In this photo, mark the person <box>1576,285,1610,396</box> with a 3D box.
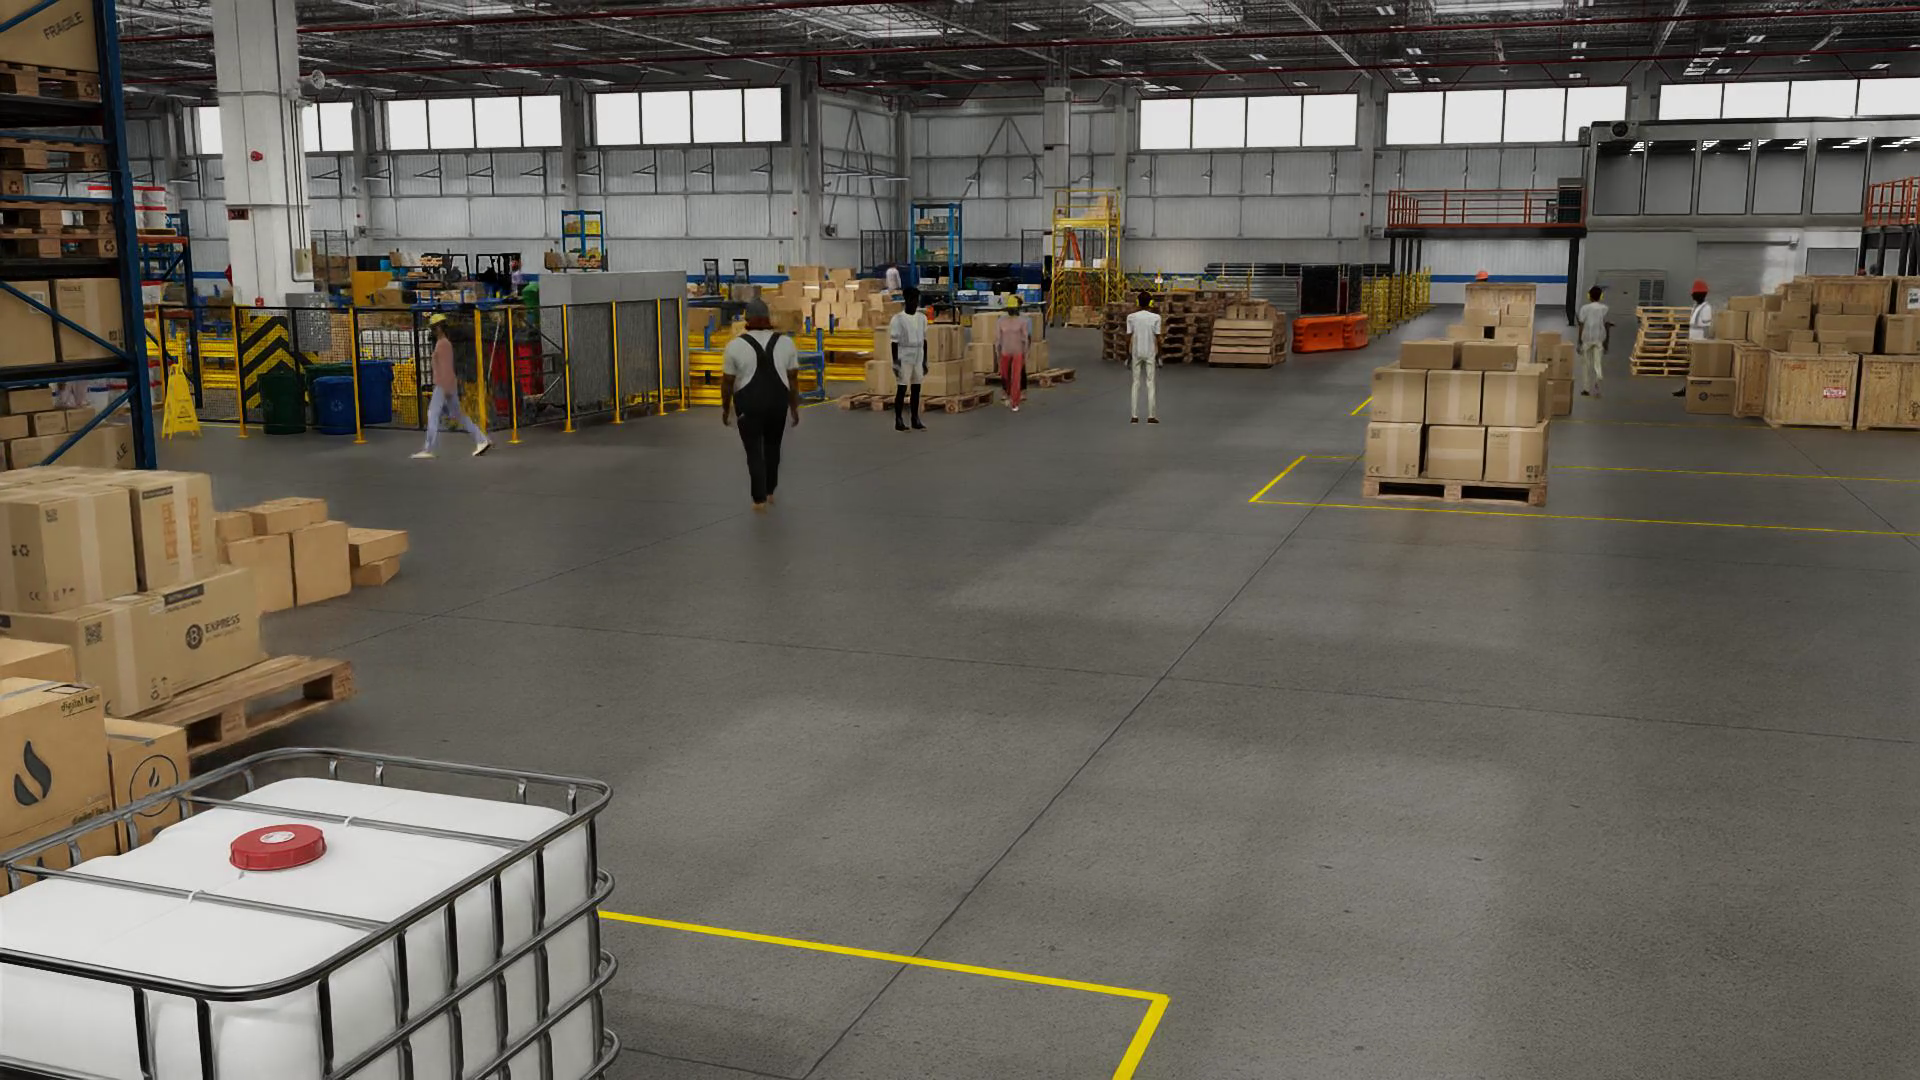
[{"bbox_3d":[10.428,-3.264,27.374,0.524,1.850,0.725,2,10,9],"label":"person"}]

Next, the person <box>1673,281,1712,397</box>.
[{"bbox_3d":[12.228,-3.311,27.428,0.724,1.923,0.555,1,10,6],"label":"person"}]

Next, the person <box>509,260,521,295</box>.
[{"bbox_3d":[-14.771,-8.372,55.688,0.909,2.014,0.611,-5,11,-25],"label":"person"}]

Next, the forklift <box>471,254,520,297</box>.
[{"bbox_3d":[-17.990,-10.121,64.684,1.157,1.987,2.680,3,11,17],"label":"forklift"}]

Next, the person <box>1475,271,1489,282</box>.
[{"bbox_3d":[11.659,-5.038,37.144,0.399,1.928,0.542,5,11,26],"label":"person"}]

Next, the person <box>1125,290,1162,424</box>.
[{"bbox_3d":[2.572,-2.549,23.276,0.532,1.868,0.310,3,10,14],"label":"person"}]

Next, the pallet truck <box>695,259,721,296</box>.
[{"bbox_3d":[-9.165,-9.627,62.776,0.823,1.965,1.885,4,11,23],"label":"pallet truck"}]

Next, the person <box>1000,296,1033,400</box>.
[{"bbox_3d":[0.899,-3.087,26.817,0.538,1.694,0.321,2,10,10],"label":"person"}]

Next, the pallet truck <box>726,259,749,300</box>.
[{"bbox_3d":[-7.986,-9.493,62.019,0.823,1.965,1.885,3,11,17],"label":"pallet truck"}]

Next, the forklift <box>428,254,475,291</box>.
[{"bbox_3d":[-20.133,-10.254,65.465,1.157,1.987,2.680,3,11,19],"label":"forklift"}]

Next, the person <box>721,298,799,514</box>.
[{"bbox_3d":[-1.931,-1.300,15.760,0.710,2.000,0.958,-4,11,-20],"label":"person"}]

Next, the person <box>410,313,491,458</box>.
[{"bbox_3d":[-6.013,-1.817,19.607,0.886,1.711,0.530,-1,10,-8],"label":"person"}]

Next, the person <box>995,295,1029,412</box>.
[{"bbox_3d":[0.784,-2.807,25.069,0.528,1.755,0.394,3,10,14],"label":"person"}]

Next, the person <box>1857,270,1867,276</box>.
[{"bbox_3d":[23.653,-6.165,43.740,0.593,1.824,1.000,5,11,25],"label":"person"}]

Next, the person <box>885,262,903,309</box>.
[{"bbox_3d":[-2.405,-9.515,62.495,0.961,1.863,0.676,-9,14,-42],"label":"person"}]

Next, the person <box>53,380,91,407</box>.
[{"bbox_3d":[-10.672,-2.018,19.974,0.432,1.972,0.681,0,10,2],"label":"person"}]

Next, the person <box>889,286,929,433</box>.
[{"bbox_3d":[-0.672,-2.412,22.272,0.599,1.959,0.384,-9,13,-41],"label":"person"}]
